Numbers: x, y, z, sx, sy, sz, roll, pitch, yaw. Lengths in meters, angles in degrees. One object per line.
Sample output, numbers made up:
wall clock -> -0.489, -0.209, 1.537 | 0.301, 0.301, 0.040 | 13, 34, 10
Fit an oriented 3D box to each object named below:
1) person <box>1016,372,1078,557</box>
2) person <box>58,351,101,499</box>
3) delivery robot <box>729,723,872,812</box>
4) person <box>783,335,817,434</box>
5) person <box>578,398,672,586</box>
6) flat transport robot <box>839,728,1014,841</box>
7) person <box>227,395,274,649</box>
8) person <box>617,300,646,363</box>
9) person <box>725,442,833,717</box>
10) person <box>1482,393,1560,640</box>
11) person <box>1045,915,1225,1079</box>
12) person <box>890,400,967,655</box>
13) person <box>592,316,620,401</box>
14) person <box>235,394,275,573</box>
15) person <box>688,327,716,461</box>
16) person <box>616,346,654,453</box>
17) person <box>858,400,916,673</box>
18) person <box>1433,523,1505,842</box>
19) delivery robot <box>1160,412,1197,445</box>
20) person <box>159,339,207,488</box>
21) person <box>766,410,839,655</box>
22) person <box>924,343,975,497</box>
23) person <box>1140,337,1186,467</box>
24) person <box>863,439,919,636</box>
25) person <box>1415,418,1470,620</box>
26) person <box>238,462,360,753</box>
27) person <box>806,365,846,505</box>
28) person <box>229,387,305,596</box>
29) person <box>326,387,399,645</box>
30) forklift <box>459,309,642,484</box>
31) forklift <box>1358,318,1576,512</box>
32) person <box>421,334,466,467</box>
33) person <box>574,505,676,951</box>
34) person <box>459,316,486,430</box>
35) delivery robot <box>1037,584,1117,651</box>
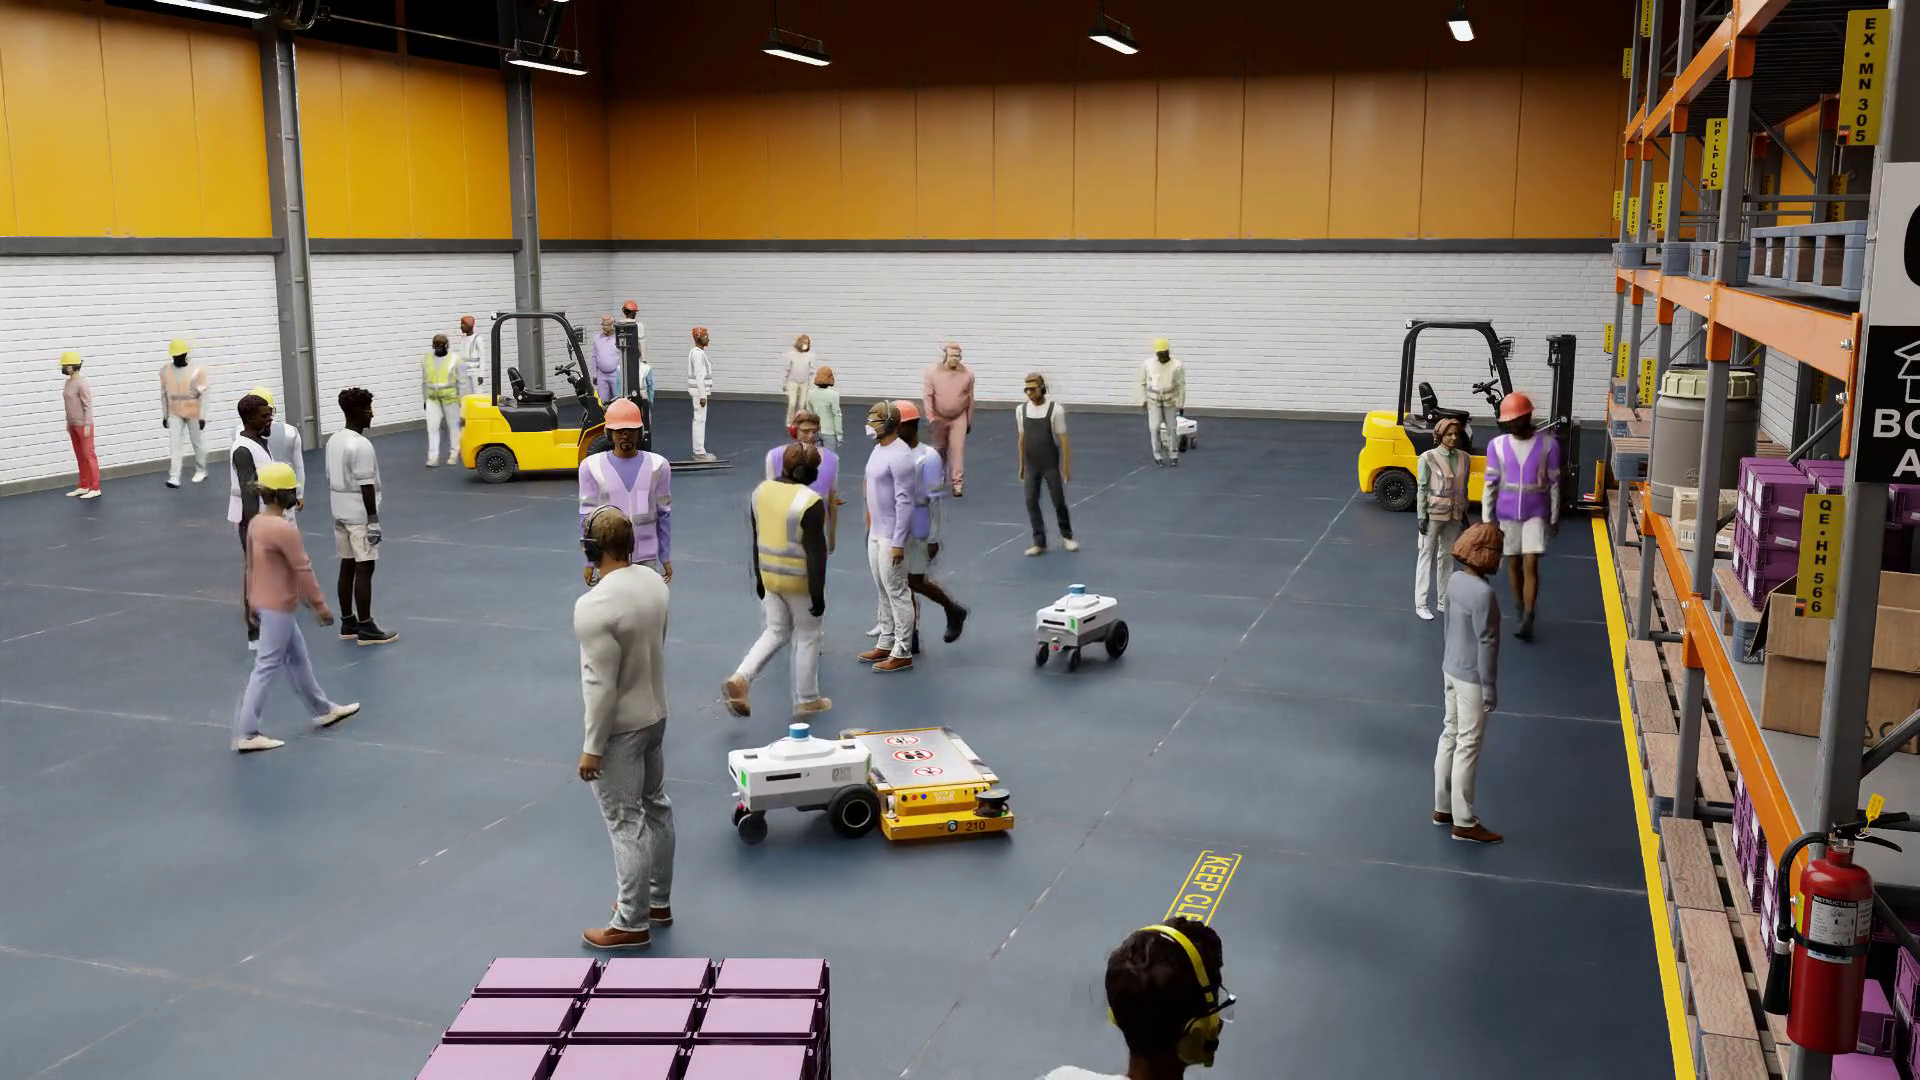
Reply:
person -> 0.841, -0.749, 16.302 | 0.553, 1.815, 0.611 | 5, 11, 25
person -> -10.582, -1.372, 19.945 | 0.525, 1.759, 0.339 | 8, 13, 39
delivery robot -> -0.830, 1.195, 8.612 | 0.707, 0.478, 0.477 | -3, 11, -19
person -> -2.556, -2.485, 26.616 | 0.533, 1.602, 0.429 | -2, 10, -10
person -> -2.172, 0.093, 10.892 | 0.607, 2.044, 0.371 | -4, 11, -22
flat transport robot -> -0.224, 1.293, 9.119 | 0.652, 0.197, 1.431 | -3, 10, -15
person -> -5.296, -0.137, 12.536 | 0.393, 1.920, 0.591 | -3, 10, -15
person -> -5.928, -3.298, 29.995 | 0.613, 2.039, 0.393 | 3, 11, 18
person -> -1.113, 0.279, 10.527 | 0.636, 1.807, 0.741 | 9, 13, 40
person -> 4.297, -0.172, 12.812 | 0.559, 1.888, 0.911 | 5, 11, 26
person -> 0.422, 1.572, 3.125 | 0.846, 1.837, 0.562 | -10, 14, -43
person -> -0.308, -0.093, 12.317 | 0.600, 1.906, 0.556 | -9, 14, -42
person -> -5.614, -2.644, 26.703 | 0.637, 1.904, 0.403 | 2, 10, 11
person -> -6.445, -0.537, 15.417 | 0.534, 1.696, 0.319 | -1, 10, -8
person -> -3.651, -2.056, 23.451 | 0.346, 1.878, 0.584 | -2, 10, -13
person -> -4.569, -1.923, 23.392 | 0.531, 1.637, 0.331 | -2, 10, -14
person -> -0.512, -0.028, 11.865 | 0.364, 1.939, 0.636 | -4, 11, -20
person -> 2.623, 0.718, 8.524 | 0.278, 1.633, 0.497 | -1, 10, -4
delivery robot -> 3.213, -1.642, 24.589 | 0.477, 0.478, 0.707 | 7, 12, 34
person -> -9.782, -1.606, 20.970 | 0.595, 1.860, 1.038 | -1, 10, -7
person -> -1.209, -0.082, 12.465 | 0.597, 1.830, 0.635 | -4, 11, -20
person -> -0.131, -1.495, 20.394 | 0.626, 1.856, 1.016 | 0, 10, -2
person -> 2.773, -1.884, 22.768 | 0.624, 1.780, 0.540 | 2, 10, 9
person -> -0.512, -0.038, 12.814 | 0.524, 1.624, 0.339 | 5, 11, 24
person -> 3.923, -0.175, 13.532 | 0.514, 1.641, 0.309 | -5, 11, -24
person -> -4.047, 0.393, 10.110 | 0.887, 1.724, 0.540 | -9, 14, -43
person -> -1.571, -1.216, 19.415 | 0.506, 1.634, 0.275 | 7, 12, 34
person -> -5.912, -0.394, 14.222 | 0.590, 1.833, 0.404 | -7, 12, -34
person -> -4.592, -0.188, 12.685 | 0.367, 1.964, 0.609 | -10, 14, -43
forklift -> -5.354, -1.902, 21.697 | 2.313, 2.155, 1.214 | -2, 10, -13
forklift -> 5.787, -1.437, 19.079 | 2.313, 2.155, 1.214 | 3, 11, 19
person -> -7.078, -1.893, 22.712 | 0.650, 1.809, 0.843 | 0, 10, 2
person -> -1.454, 0.808, 7.164 | 0.379, 1.937, 0.629 | 3, 11, 17
person -> -7.947, -2.705, 27.100 | 0.576, 1.881, 0.352 | 9, 13, 41
delivery robot -> 0.856, 0.568, 12.142 | 0.477, 0.478, 0.707 | 6, 12, 32
